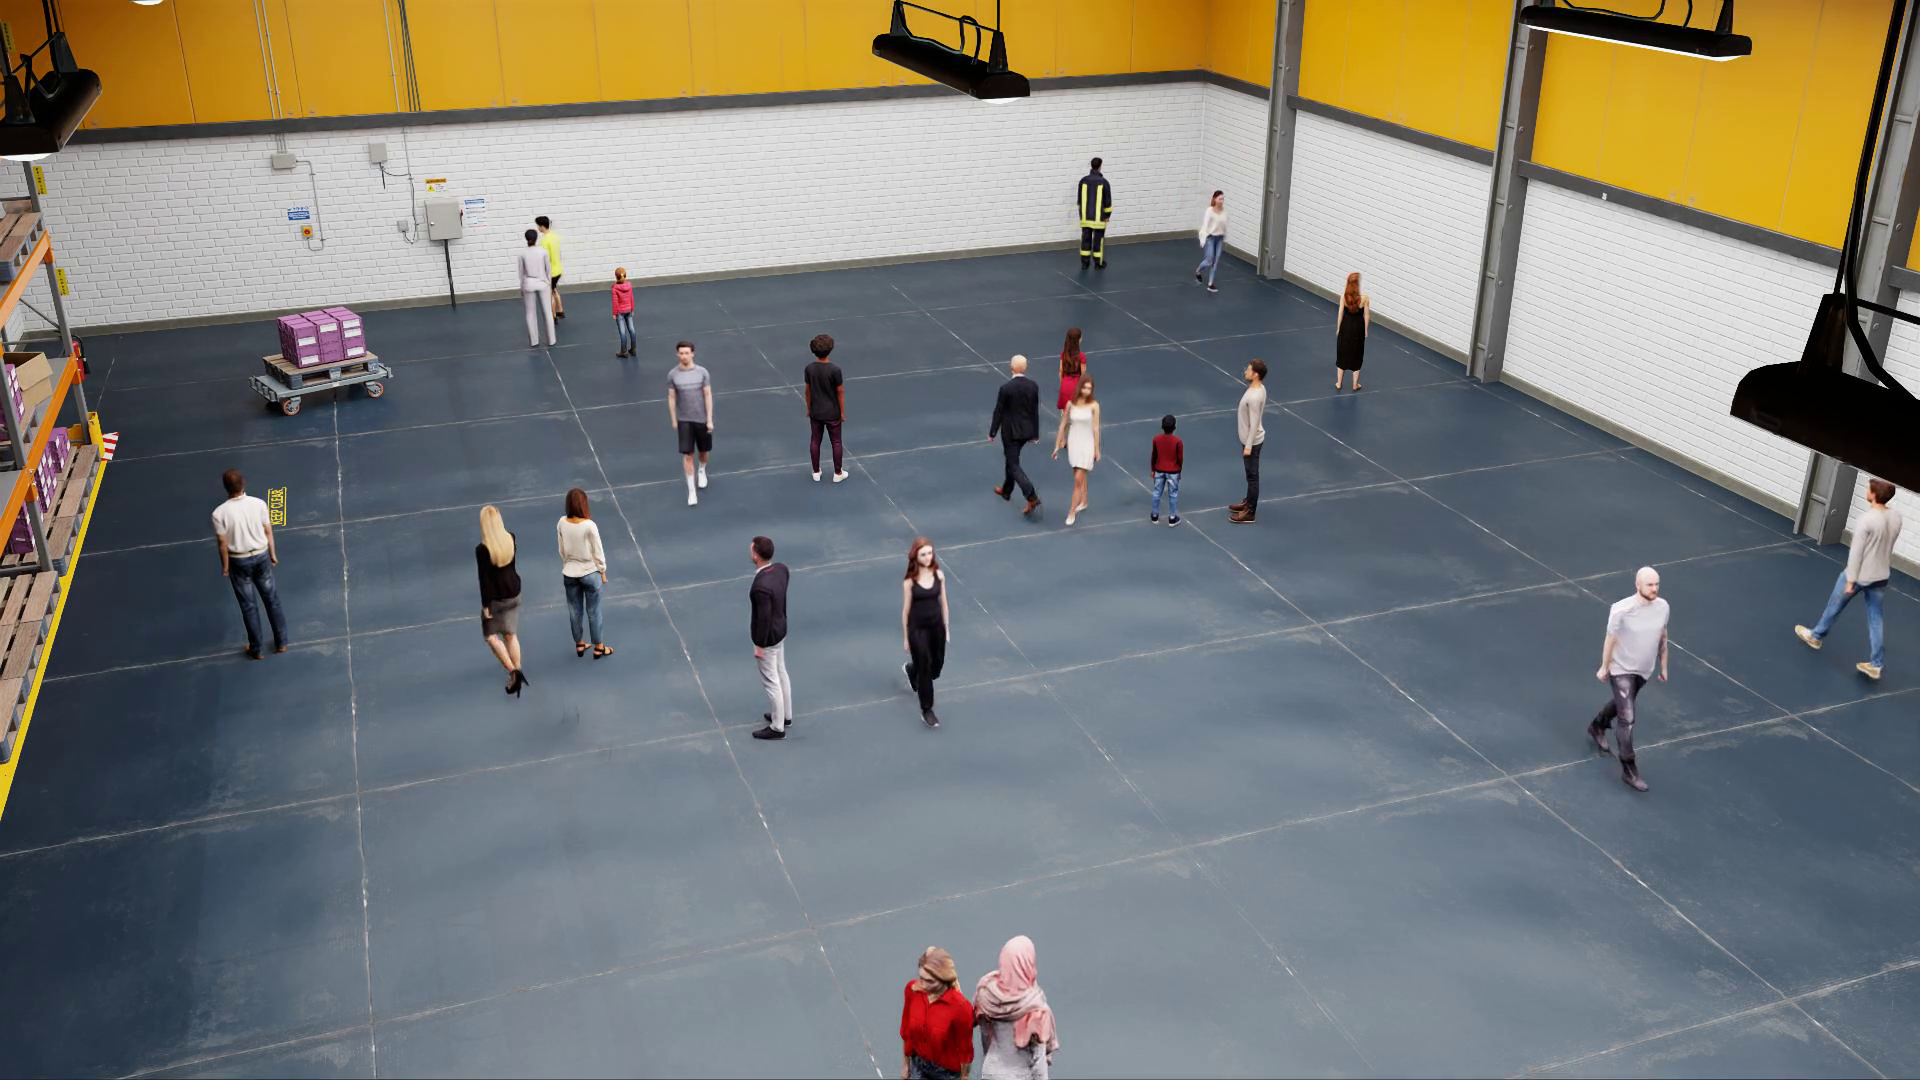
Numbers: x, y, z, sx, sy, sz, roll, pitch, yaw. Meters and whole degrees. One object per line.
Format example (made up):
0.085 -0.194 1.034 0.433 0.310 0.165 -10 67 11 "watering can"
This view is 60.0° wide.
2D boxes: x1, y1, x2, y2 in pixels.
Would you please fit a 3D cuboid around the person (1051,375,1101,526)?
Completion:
1.399 -1.056 18.550 0.975 1.680 0.989 16 28 33 "person"

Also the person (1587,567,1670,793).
5.449 1.037 13.629 0.758 1.787 1.224 -5 24 -12 "person"

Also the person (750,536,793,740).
-1.591 0.817 14.068 0.798 1.839 0.709 7 25 16 "person"

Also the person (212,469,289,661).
-6.589 0.210 15.435 0.734 1.856 0.693 -18 30 -36 "person"

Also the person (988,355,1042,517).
0.673 -1.161 18.674 0.883 1.774 1.243 -16 28 -33 "person"

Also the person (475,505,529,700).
-3.951 0.586 14.615 0.837 1.824 0.775 15 28 31 "person"

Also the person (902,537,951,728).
-0.343 0.745 14.372 0.692 1.727 0.958 -12 26 -26 "person"

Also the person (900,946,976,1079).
-0.124 2.969 9.313 0.657 1.705 0.742 13 27 28 "person"

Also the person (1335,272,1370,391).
5.356 -2.860 22.747 0.681 1.625 0.727 7 25 16 "person"

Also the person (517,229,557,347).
-6.273 -3.742 24.630 0.650 1.734 0.586 -5 24 -11 "person"

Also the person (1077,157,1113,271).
2.309 -5.655 28.765 0.889 1.926 0.940 10 25 21 "person"

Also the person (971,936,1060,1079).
0.245 3.026 9.103 1.109 1.769 1.115 15 28 30 "person"

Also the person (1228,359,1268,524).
3.236 -1.106 18.431 0.804 1.868 0.685 4 24 9 "person"

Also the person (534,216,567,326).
-6.272 -4.154 25.627 0.807 1.689 0.704 8 25 18 "person"

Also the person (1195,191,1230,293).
4.133 -4.942 27.452 0.704 1.671 0.824 -13 27 -27 "person"

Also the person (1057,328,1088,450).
1.397 -1.877 20.588 0.681 1.553 0.741 14 27 28 "person"

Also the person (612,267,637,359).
-4.879 -3.317 24.175 0.613 1.318 0.587 21 31 40 "person"

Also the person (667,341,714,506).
-3.050 -1.411 19.164 0.801 1.840 1.225 -3 24 -7 "person"

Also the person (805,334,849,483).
-1.588 -1.553 19.558 0.721 1.784 0.739 4 24 10 "person"

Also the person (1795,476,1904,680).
8.283 0.373 15.068 0.766 1.852 1.214 -6 24 -13 "person"

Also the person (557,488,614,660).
-3.501 0.312 15.424 0.692 1.678 0.742 9 25 20 "person"

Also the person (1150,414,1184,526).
2.296 -0.782 18.461 0.590 1.250 0.642 9 25 20 "person"
